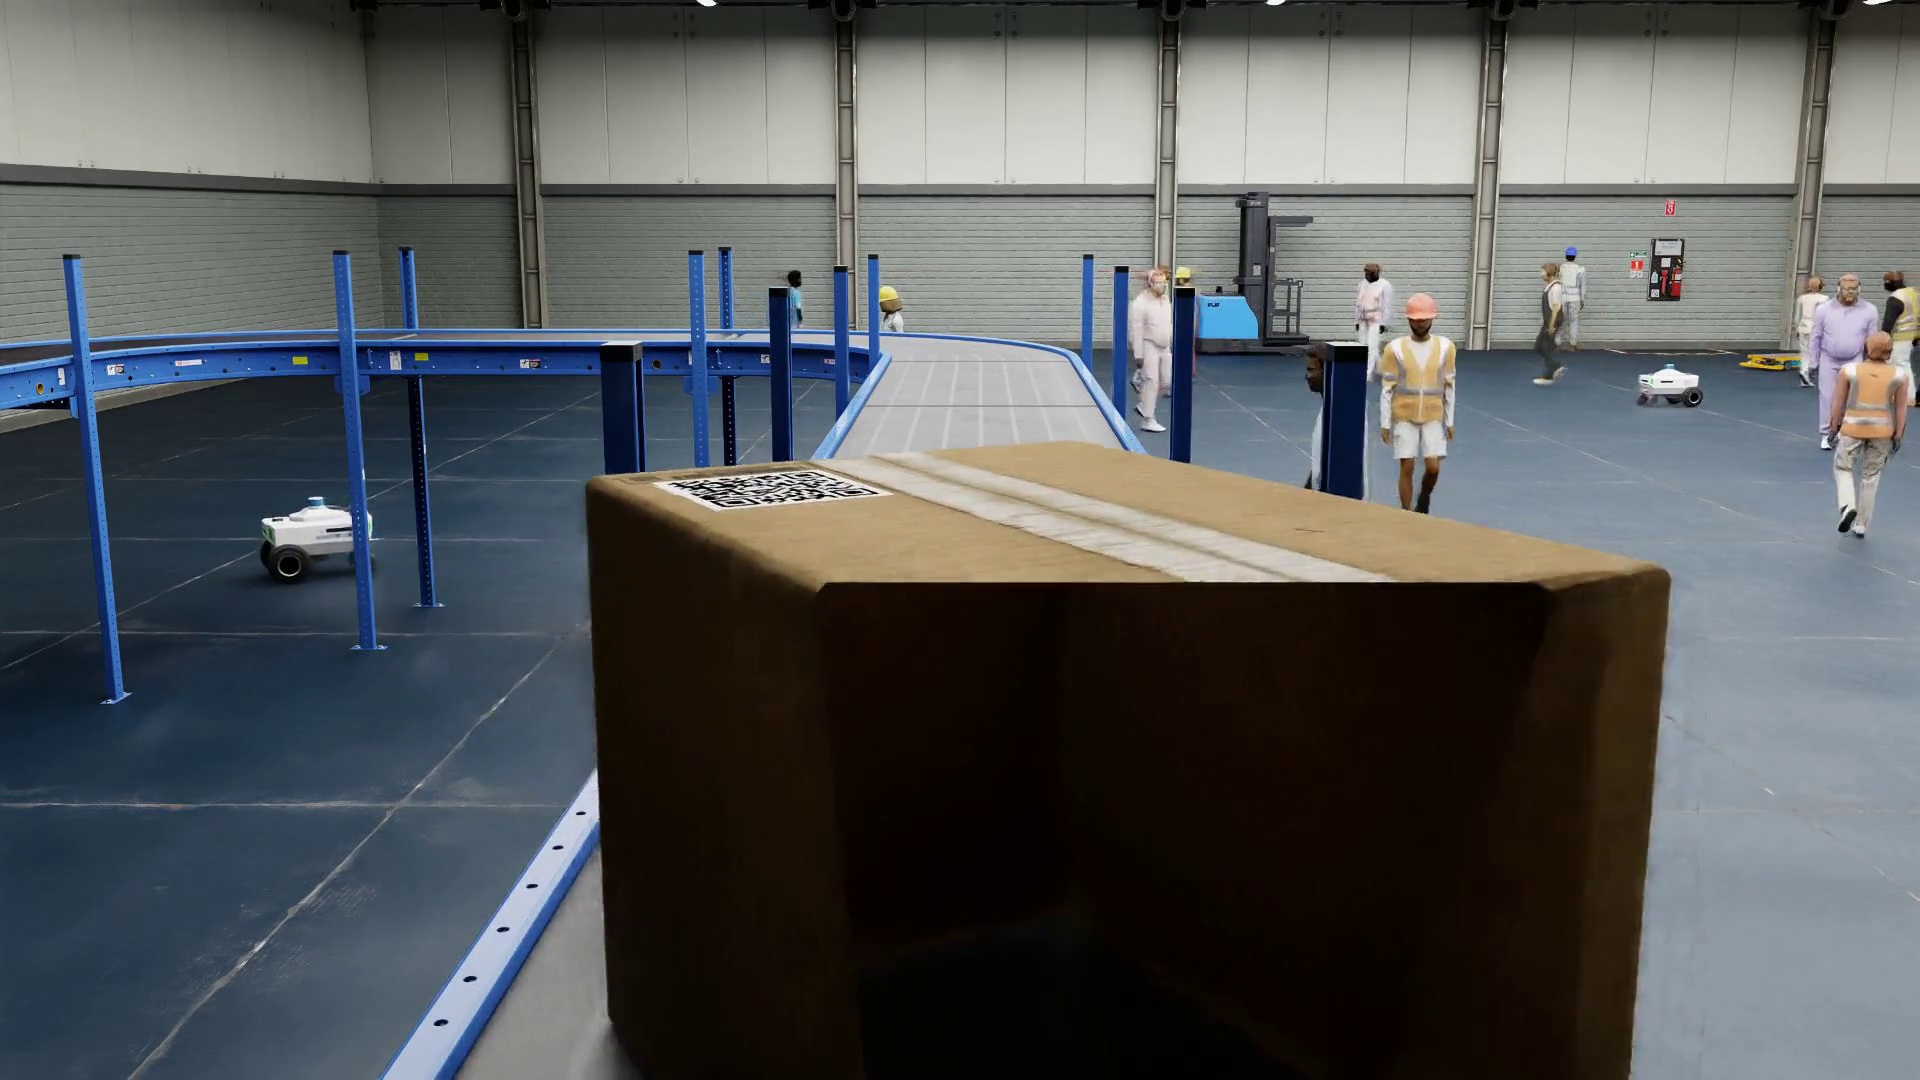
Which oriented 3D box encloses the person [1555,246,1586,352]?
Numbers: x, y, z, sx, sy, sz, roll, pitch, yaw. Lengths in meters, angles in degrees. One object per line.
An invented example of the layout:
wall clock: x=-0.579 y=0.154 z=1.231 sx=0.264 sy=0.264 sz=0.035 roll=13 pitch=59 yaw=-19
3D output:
person: x=11.362 y=-4.498 z=31.080 sx=0.605 sy=1.948 sz=0.391 roll=4 pitch=12 yaw=20

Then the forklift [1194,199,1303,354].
forklift: x=5.313 y=-4.851 z=30.603 sx=1.873 sy=2.768 sz=1.129 roll=0 pitch=11 yaw=1

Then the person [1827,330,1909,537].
person: x=7.086 y=-0.821 z=12.996 sx=0.539 sy=1.624 sz=0.446 roll=4 pitch=12 yaw=22

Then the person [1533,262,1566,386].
person: x=8.803 y=-3.224 z=24.847 sx=0.425 sy=1.826 sz=0.540 roll=2 pitch=11 yaw=8

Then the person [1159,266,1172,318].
person: x=3.657 y=-4.120 z=29.972 sx=0.321 sy=1.626 sz=0.522 roll=-3 pitch=11 yaw=-15

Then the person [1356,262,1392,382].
person: x=6.401 y=-3.370 z=25.642 sx=0.642 sy=1.818 sz=0.636 roll=-8 pitch=14 yaw=-37

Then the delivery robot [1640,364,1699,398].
delivery robot: x=9.477 y=-2.105 z=22.239 sx=0.707 sy=0.478 sz=0.477 roll=-1 pitch=11 yaw=-7

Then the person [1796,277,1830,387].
person: x=12.530 y=-3.056 z=24.477 sx=0.388 sy=1.623 sz=0.536 roll=-6 pitch=12 yaw=-28

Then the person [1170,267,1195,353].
person: x=3.293 y=-3.202 z=24.895 sx=0.450 sy=1.751 sz=0.546 roll=-2 pitch=11 yaw=-11

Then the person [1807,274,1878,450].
person: x=9.508 y=-1.915 z=17.956 sx=0.676 sy=1.890 sz=0.423 roll=4 pitch=12 yaw=22

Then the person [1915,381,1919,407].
person: x=12.867 y=-2.640 z=21.776 sx=0.558 sy=1.862 sz=1.042 roll=-2 pitch=11 yaw=-11

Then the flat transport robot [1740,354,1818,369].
flat transport robot: x=13.834 y=-2.982 z=27.719 sx=1.431 sy=0.197 sz=0.652 roll=-3 pitch=11 yaw=-16

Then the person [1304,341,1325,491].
person: x=1.949 y=-0.178 z=9.215 sx=0.959 sy=1.814 sz=0.561 roll=1 pitch=11 yaw=7

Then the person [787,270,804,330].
person: x=-2.727 y=-3.492 z=26.640 sx=0.829 sy=1.669 sz=0.540 roll=-4 pitch=12 yaw=-20

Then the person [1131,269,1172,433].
person: x=2.268 y=-2.216 z=19.486 sx=0.446 sy=1.892 sz=0.680 roll=10 pitch=15 yaw=42

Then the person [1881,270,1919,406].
person: x=12.506 y=-2.685 z=22.163 sx=0.633 sy=1.794 sz=0.655 roll=10 pitch=15 yaw=41

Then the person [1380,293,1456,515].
person: x=3.542 y=-0.946 z=12.881 sx=0.578 sy=1.921 sz=0.413 roll=2 pitch=11 yaw=8

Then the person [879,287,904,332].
person: x=-0.784 y=-1.946 z=18.519 sx=0.311 sy=1.735 sz=0.484 roll=-4 pitch=12 yaw=-19

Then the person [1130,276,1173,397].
person: x=2.720 y=-2.907 z=23.487 sx=0.530 sy=1.724 sz=0.908 roll=-9 pitch=14 yaw=-38

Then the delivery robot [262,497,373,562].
delivery robot: x=-4.527 y=-0.061 z=11.735 sx=0.707 sy=0.478 sz=0.477 roll=-6 pitch=12 yaw=-28
